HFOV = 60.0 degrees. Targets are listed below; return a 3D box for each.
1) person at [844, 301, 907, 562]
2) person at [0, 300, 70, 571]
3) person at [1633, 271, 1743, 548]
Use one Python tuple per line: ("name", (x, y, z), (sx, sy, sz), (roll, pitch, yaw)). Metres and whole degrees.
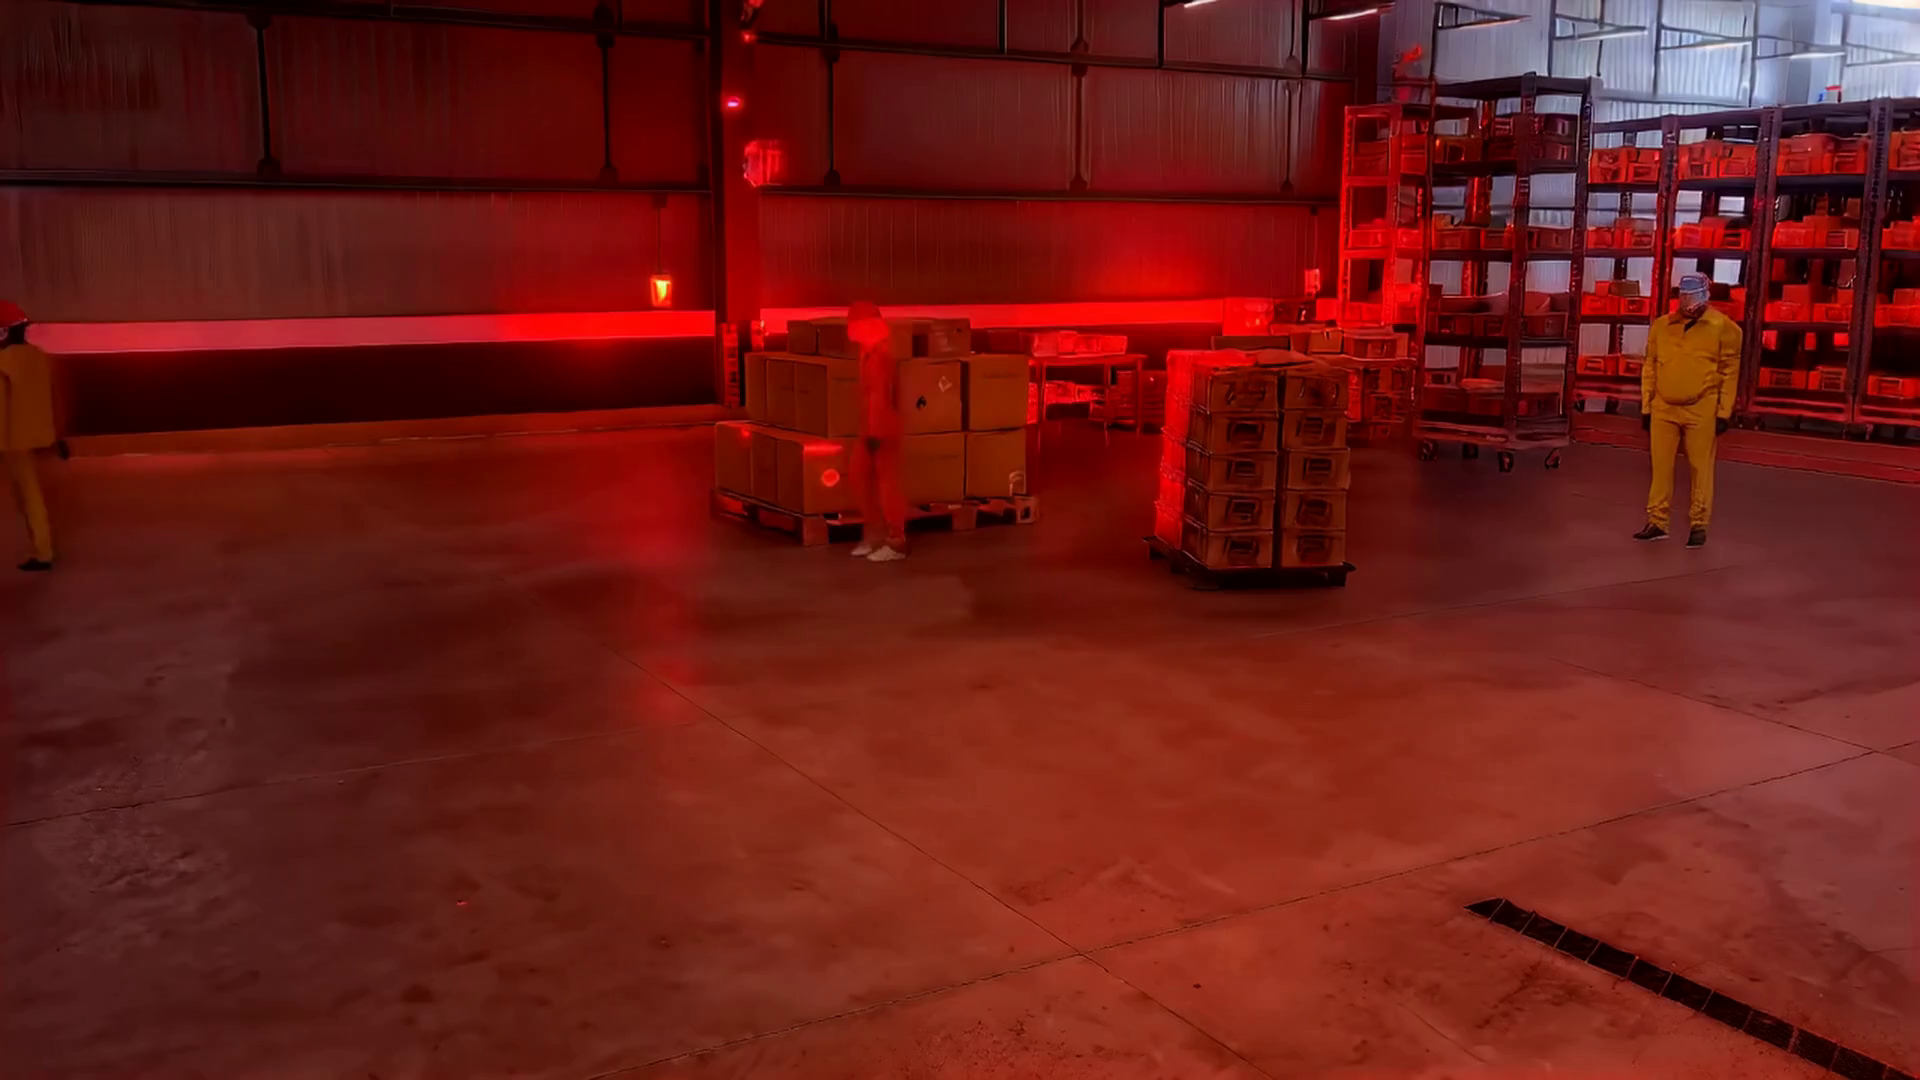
("person", (-0.575, -0.709, 10.956), (0.479, 1.709, 0.516), (-4, 11, -21))
("person", (-6.017, -0.661, 10.650), (0.479, 1.733, 0.597), (2, 10, 11))
("person", (5.033, -0.905, 11.552), (0.655, 1.906, 0.407), (10, 14, 43))
